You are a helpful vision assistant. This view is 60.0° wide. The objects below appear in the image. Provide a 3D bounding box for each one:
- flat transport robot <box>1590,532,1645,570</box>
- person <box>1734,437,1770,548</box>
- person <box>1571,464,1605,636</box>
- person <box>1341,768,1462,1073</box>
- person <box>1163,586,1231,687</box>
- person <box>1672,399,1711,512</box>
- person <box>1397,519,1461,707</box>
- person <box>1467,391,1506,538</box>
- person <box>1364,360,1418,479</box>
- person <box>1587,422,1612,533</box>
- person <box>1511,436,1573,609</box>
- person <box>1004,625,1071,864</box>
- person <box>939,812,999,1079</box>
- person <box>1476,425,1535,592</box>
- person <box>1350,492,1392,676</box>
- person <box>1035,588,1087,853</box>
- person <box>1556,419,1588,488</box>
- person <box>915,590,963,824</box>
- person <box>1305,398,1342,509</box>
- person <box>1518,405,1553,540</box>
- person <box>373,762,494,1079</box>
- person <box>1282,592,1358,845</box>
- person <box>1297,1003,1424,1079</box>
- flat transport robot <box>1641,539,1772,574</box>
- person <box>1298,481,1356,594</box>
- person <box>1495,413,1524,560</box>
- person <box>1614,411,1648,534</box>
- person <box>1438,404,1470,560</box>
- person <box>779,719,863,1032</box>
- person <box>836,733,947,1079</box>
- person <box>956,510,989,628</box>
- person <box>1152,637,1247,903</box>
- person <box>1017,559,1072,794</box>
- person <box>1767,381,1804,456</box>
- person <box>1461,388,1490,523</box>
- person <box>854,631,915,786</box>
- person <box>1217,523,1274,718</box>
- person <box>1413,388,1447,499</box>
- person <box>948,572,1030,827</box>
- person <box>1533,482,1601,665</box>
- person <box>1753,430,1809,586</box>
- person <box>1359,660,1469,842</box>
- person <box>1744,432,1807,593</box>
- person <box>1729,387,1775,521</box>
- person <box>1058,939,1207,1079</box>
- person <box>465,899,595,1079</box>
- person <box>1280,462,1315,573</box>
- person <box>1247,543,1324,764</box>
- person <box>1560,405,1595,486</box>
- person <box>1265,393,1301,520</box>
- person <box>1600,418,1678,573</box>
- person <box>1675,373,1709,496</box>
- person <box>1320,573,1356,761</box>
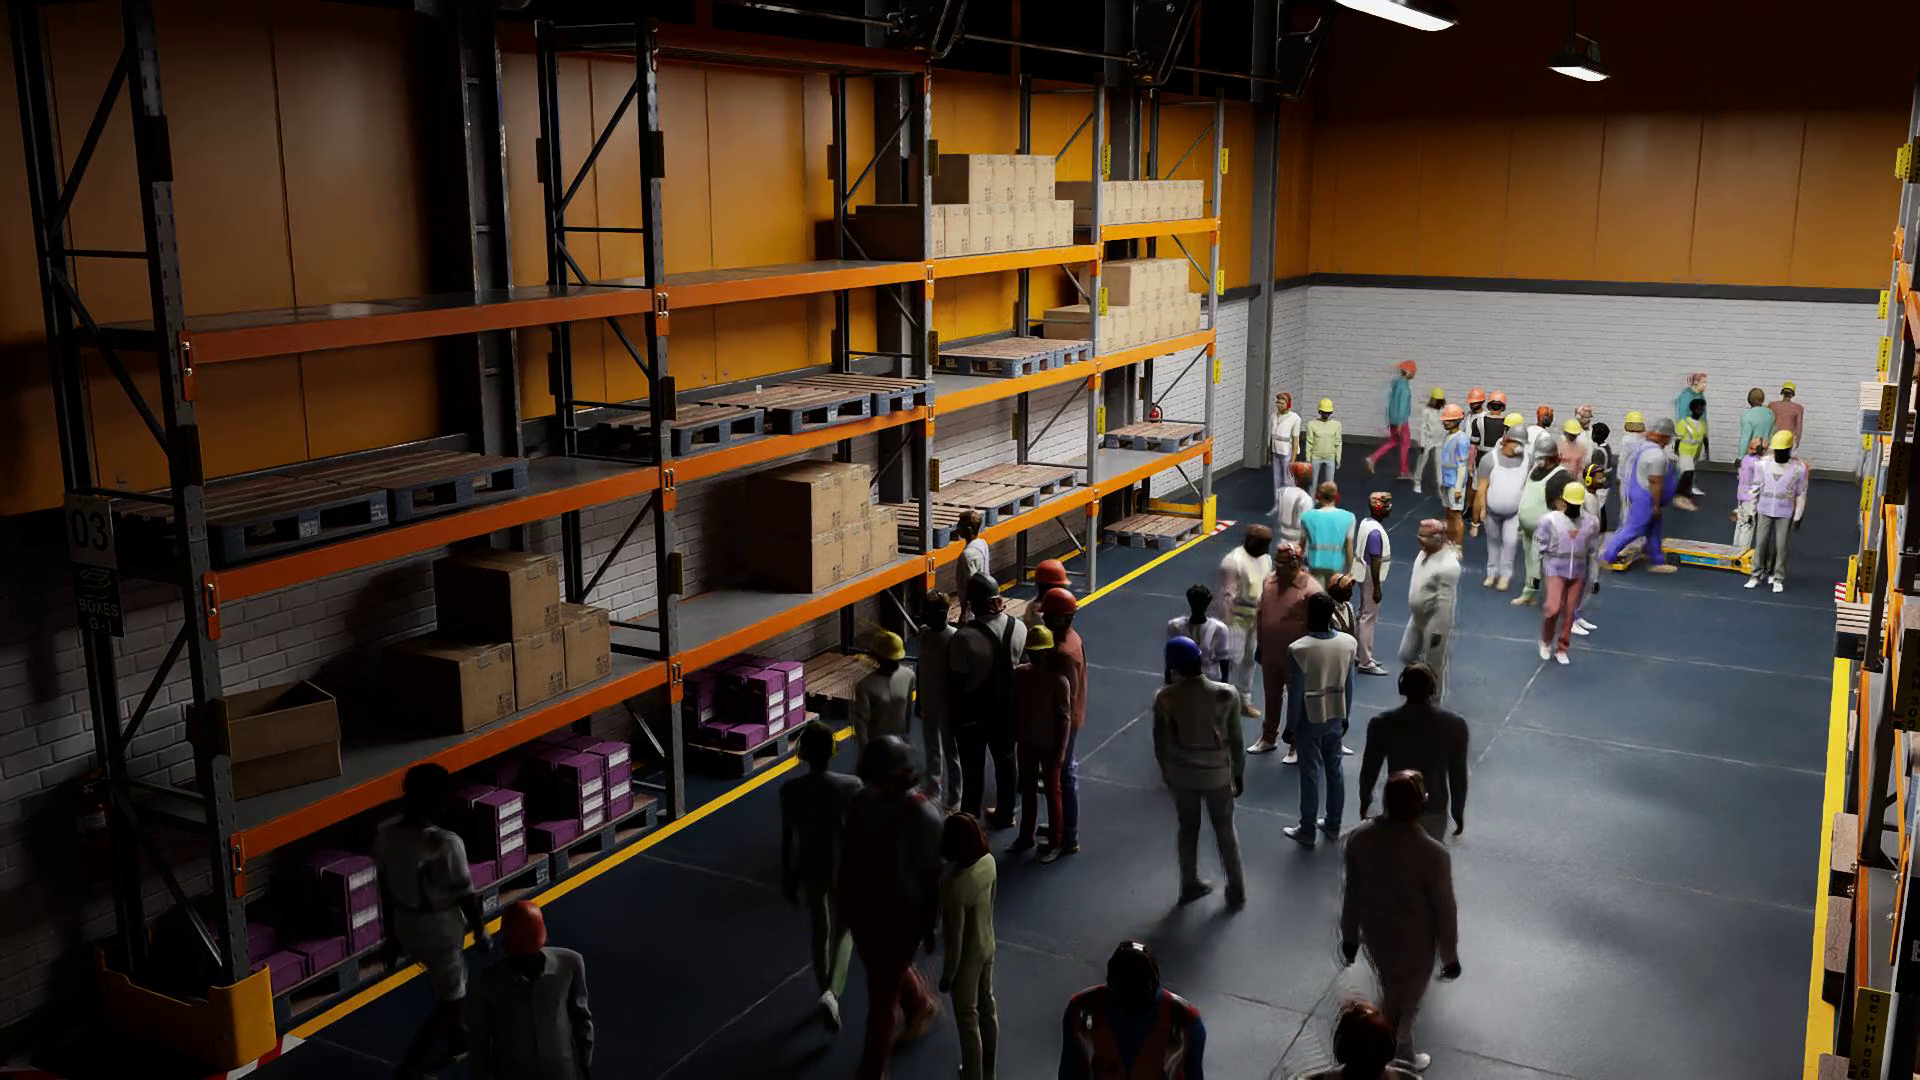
[{"bbox_3d":[8.457,0.128,21.531,0.652,0.197,1.431,9,16,36],"label":"flat transport robot"},{"bbox_3d":[10.139,-0.513,21.329,0.321,1.631,0.527,1,13,6],"label":"person"},{"bbox_3d":[6.818,0.087,18.104,0.332,1.874,0.520,10,16,38],"label":"person"},{"bbox_3d":[2.315,2.143,8.902,0.893,1.872,0.639,-8,15,-33],"label":"person"},{"bbox_3d":[1.925,1.195,13.562,0.553,1.668,0.655,2,13,10],"label":"person"},{"bbox_3d":[10.834,-1.255,24.535,0.550,1.664,0.680,-6,14,-25],"label":"person"},{"bbox_3d":[4.267,0.738,15.145,0.413,1.893,0.658,-3,13,-13],"label":"person"},{"bbox_3d":[7.259,-1.028,22.740,0.613,2.032,0.411,3,13,14],"label":"person"},{"bbox_3d":[7.071,-1.959,27.055,0.780,1.967,0.607,-1,13,-6],"label":"person"},{"bbox_3d":[8.506,-0.725,22.151,0.321,1.691,0.533,8,15,30],"label":"person"},{"bbox_3d":[6.646,-0.211,19.054,0.535,2.000,0.703,-3,13,-12],"label":"person"},{"bbox_3d":[0.566,1.474,12.124,0.532,1.772,0.300,11,16,40],"label":"person"},{"bbox_3d":[0.035,2.247,8.966,0.286,1.634,0.500,7,14,28],"label":"person"},{"bbox_3d":[6.500,-0.402,19.908,0.664,2.000,0.677,5,13,20],"label":"person"},{"bbox_3d":[4.113,0.420,16.664,0.388,1.847,0.563,1,13,5],"label":"person"},{"bbox_3d":[0.738,1.322,12.290,0.390,1.992,0.624,1,13,4],"label":"person"},{"bbox_3d":[8.090,-0.761,22.190,0.529,1.748,0.419,-1,13,-4],"label":"person"},{"bbox_3d":[-0.159,1.276,12.836,0.336,1.844,0.508,-11,17,-42],"label":"person"},{"bbox_3d":[5.237,-1.170,23.984,0.525,1.760,0.340,0,13,1],"label":"person"},{"bbox_3d":[7.776,-0.880,22.419,0.361,1.878,0.590,-2,13,-11],"label":"person"},{"bbox_3d":[-2.881,2.104,8.994,0.590,1.903,0.911,9,15,34],"label":"person"},{"bbox_3d":[2.682,1.332,12.421,0.590,1.920,0.398,-6,14,-24],"label":"person"},{"bbox_3d":[1.569,2.708,6.417,0.581,1.857,0.837,-2,13,-9],"label":"person"},{"bbox_3d":[9.539,0.189,21.257,1.431,0.197,0.652,9,16,36],"label":"flat transport robot"},{"bbox_3d":[3.829,0.280,17.432,0.573,1.805,0.904,2,13,9],"label":"person"},{"bbox_3d":[7.055,-0.686,21.463,0.393,1.918,0.585,3,13,12],"label":"person"},{"bbox_3d":[9.210,-0.903,22.843,0.485,1.737,0.320,-5,14,-21],"label":"person"},{"bbox_3d":[6.327,-0.746,21.475,0.416,2.035,0.609,-1,13,-5],"label":"person"},{"bbox_3d":[-0.786,1.971,9.730,0.536,1.843,0.630,1,13,4],"label":"person"},{"bbox_3d":[-0.383,1.987,9.212,0.686,2.000,0.951,12,18,44],"label":"person"},{"bbox_3d":[0.101,0.623,15.763,0.345,1.846,0.506,3,13,14],"label":"person"},{"bbox_3d":[1.651,1.588,11.355,0.691,1.890,0.428,3,13,15],"label":"person"},{"bbox_3d":[0.683,1.095,13.490,0.421,1.924,0.557,1,13,3],"label":"person"},{"bbox_3d":[12.799,-1.592,25.887,0.532,1.755,0.342,6,14,26],"label":"person"},{"bbox_3d":[7.357,-1.215,23.798,0.387,1.931,0.543,-6,14,-23],"label":"person"},{"bbox_3d":[-0.590,1.462,12.326,0.533,1.707,0.974,-7,14,-29],"label":"person"},{"bbox_3d":[2.571,0.724,15.397,0.687,1.811,0.592,-10,16,-37],"label":"person"},{"bbox_3d":[7.278,-1.510,25.656,0.499,1.693,0.911,-2,13,-11],"label":"person"},{"bbox_3d":[0.173,1.223,12.635,0.681,2.000,0.535,-9,15,-34],"label":"person"},{"bbox_3d":[6.170,0.339,16.899,0.611,1.905,0.430,1,13,3],"label":"person"},{"bbox_3d":[9.855,-0.368,20.053,0.602,1.906,0.663,9,15,34],"label":"person"},{"bbox_3d":[2.923,1.686,10.818,0.661,1.921,0.721,2,13,9],"label":"person"},{"bbox_3d":[9.732,-0.333,19.859,0.594,1.924,0.382,10,16,38],"label":"person"},{"bbox_3d":[11.323,-1.211,23.767,0.629,1.936,0.371,-6,14,-27],"label":"person"},{"bbox_3d":[0.719,2.562,7.095,0.634,1.839,0.429,2,13,10],"label":"person"},{"bbox_3d":[-1.976,2.471,7.724,0.580,1.739,0.351,-7,14,-27],"label":"person"},{"bbox_3d":[3.647,0.066,18.184,0.484,1.871,0.596,-4,13,-17],"label":"person"},{"bbox_3d":[2.765,0.952,14.160,0.401,1.904,0.640,-11,17,-40],"label":"person"},{"bbox_3d":[8.307,-0.874,22.365,0.653,1.895,0.401,-11,17,-41],"label":"person"},{"bbox_3d":[4.690,-1.221,24.032,0.391,1.838,0.561,-7,14,-28],"label":"person"},{"bbox_3d":[8.478,-0.580,20.705,0.959,2.000,0.726,3,13,12],"label":"person"},{"bbox_3d":[11.445,-1.633,25.744,0.680,1.889,0.658,-12,18,-44],"label":"person"},{"bbox_3d":[3.189,1.079,14.206,0.313,1.634,0.514,11,17,41],"label":"person"}]
